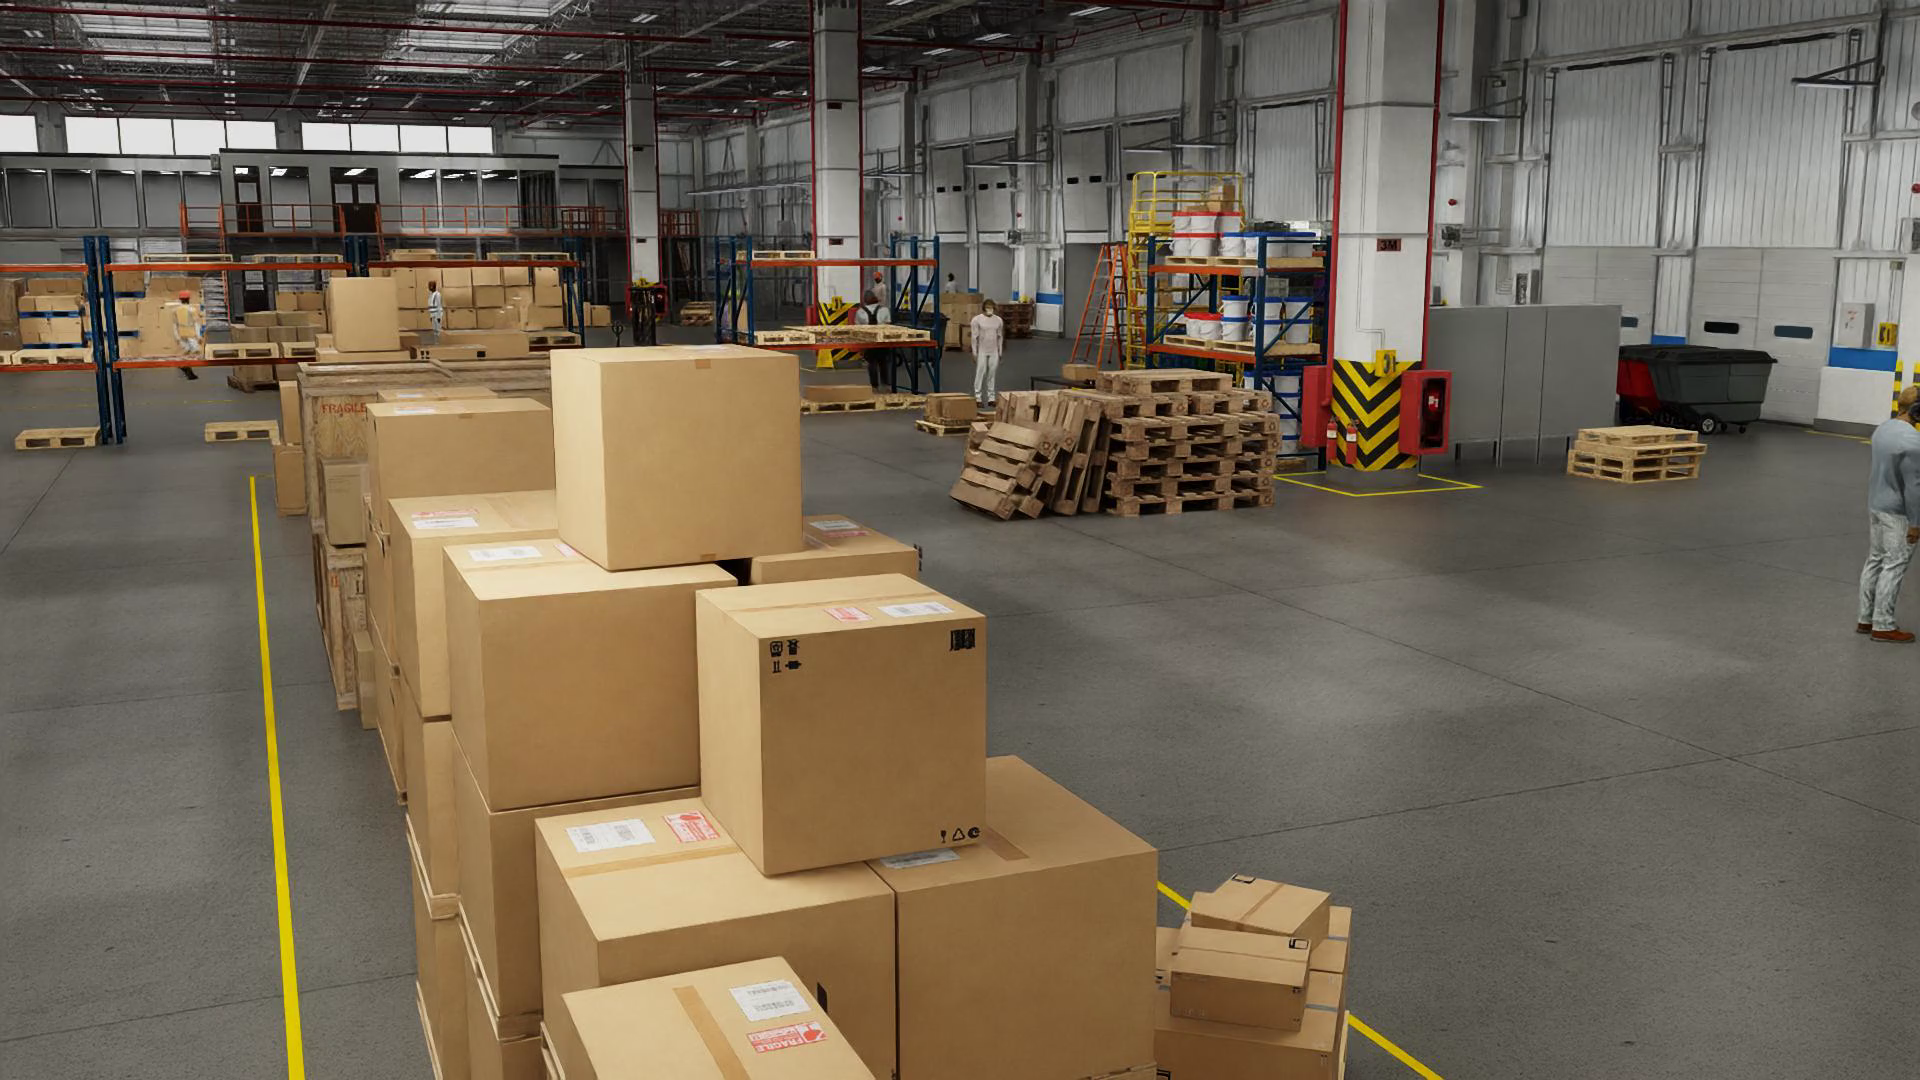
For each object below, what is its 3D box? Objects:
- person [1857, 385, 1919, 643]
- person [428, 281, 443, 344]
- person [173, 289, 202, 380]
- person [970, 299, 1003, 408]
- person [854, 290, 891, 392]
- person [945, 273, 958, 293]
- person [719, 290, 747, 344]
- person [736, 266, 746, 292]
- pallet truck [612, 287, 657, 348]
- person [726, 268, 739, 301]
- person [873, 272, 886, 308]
[{"bbox_3d":[6.967,-0.189,12.369,0.383,1.928,0.635,0,10,3],"label":"person"},{"bbox_3d":[-14.046,-6.005,44.569,0.353,1.877,0.573,-9,13,-39],"label":"person"},{"bbox_3d":[-16.367,-4.336,35.220,0.573,1.925,0.496,2,10,8],"label":"person"},{"bbox_3d":[0.489,-3.315,29.569,0.629,1.936,0.373,-5,12,-27],"label":"person"},{"bbox_3d":[-1.719,-3.955,32.799,0.719,2.000,0.726,-1,10,-6],"label":"person"},{"bbox_3d":[-0.361,-7.914,55.176,0.560,1.832,0.887,-6,12,-29],"label":"person"},{"bbox_3d":[-5.092,-4.676,37.325,0.592,1.839,1.047,-6,12,-28],"label":"person"},{"bbox_3d":[-9.987,-11.507,75.014,0.664,1.821,0.541,-7,13,-36],"label":"person"},{"bbox_3d":[-6.464,-4.406,35.401,0.823,1.965,1.885,6,12,32],"label":"pallet truck"},{"bbox_3d":[-8.181,-8.769,59.609,0.402,1.940,0.602,7,12,33],"label":"person"},{"bbox_3d":[-2.437,-7.078,50.139,0.376,1.995,0.611,-7,12,-33],"label":"person"}]
